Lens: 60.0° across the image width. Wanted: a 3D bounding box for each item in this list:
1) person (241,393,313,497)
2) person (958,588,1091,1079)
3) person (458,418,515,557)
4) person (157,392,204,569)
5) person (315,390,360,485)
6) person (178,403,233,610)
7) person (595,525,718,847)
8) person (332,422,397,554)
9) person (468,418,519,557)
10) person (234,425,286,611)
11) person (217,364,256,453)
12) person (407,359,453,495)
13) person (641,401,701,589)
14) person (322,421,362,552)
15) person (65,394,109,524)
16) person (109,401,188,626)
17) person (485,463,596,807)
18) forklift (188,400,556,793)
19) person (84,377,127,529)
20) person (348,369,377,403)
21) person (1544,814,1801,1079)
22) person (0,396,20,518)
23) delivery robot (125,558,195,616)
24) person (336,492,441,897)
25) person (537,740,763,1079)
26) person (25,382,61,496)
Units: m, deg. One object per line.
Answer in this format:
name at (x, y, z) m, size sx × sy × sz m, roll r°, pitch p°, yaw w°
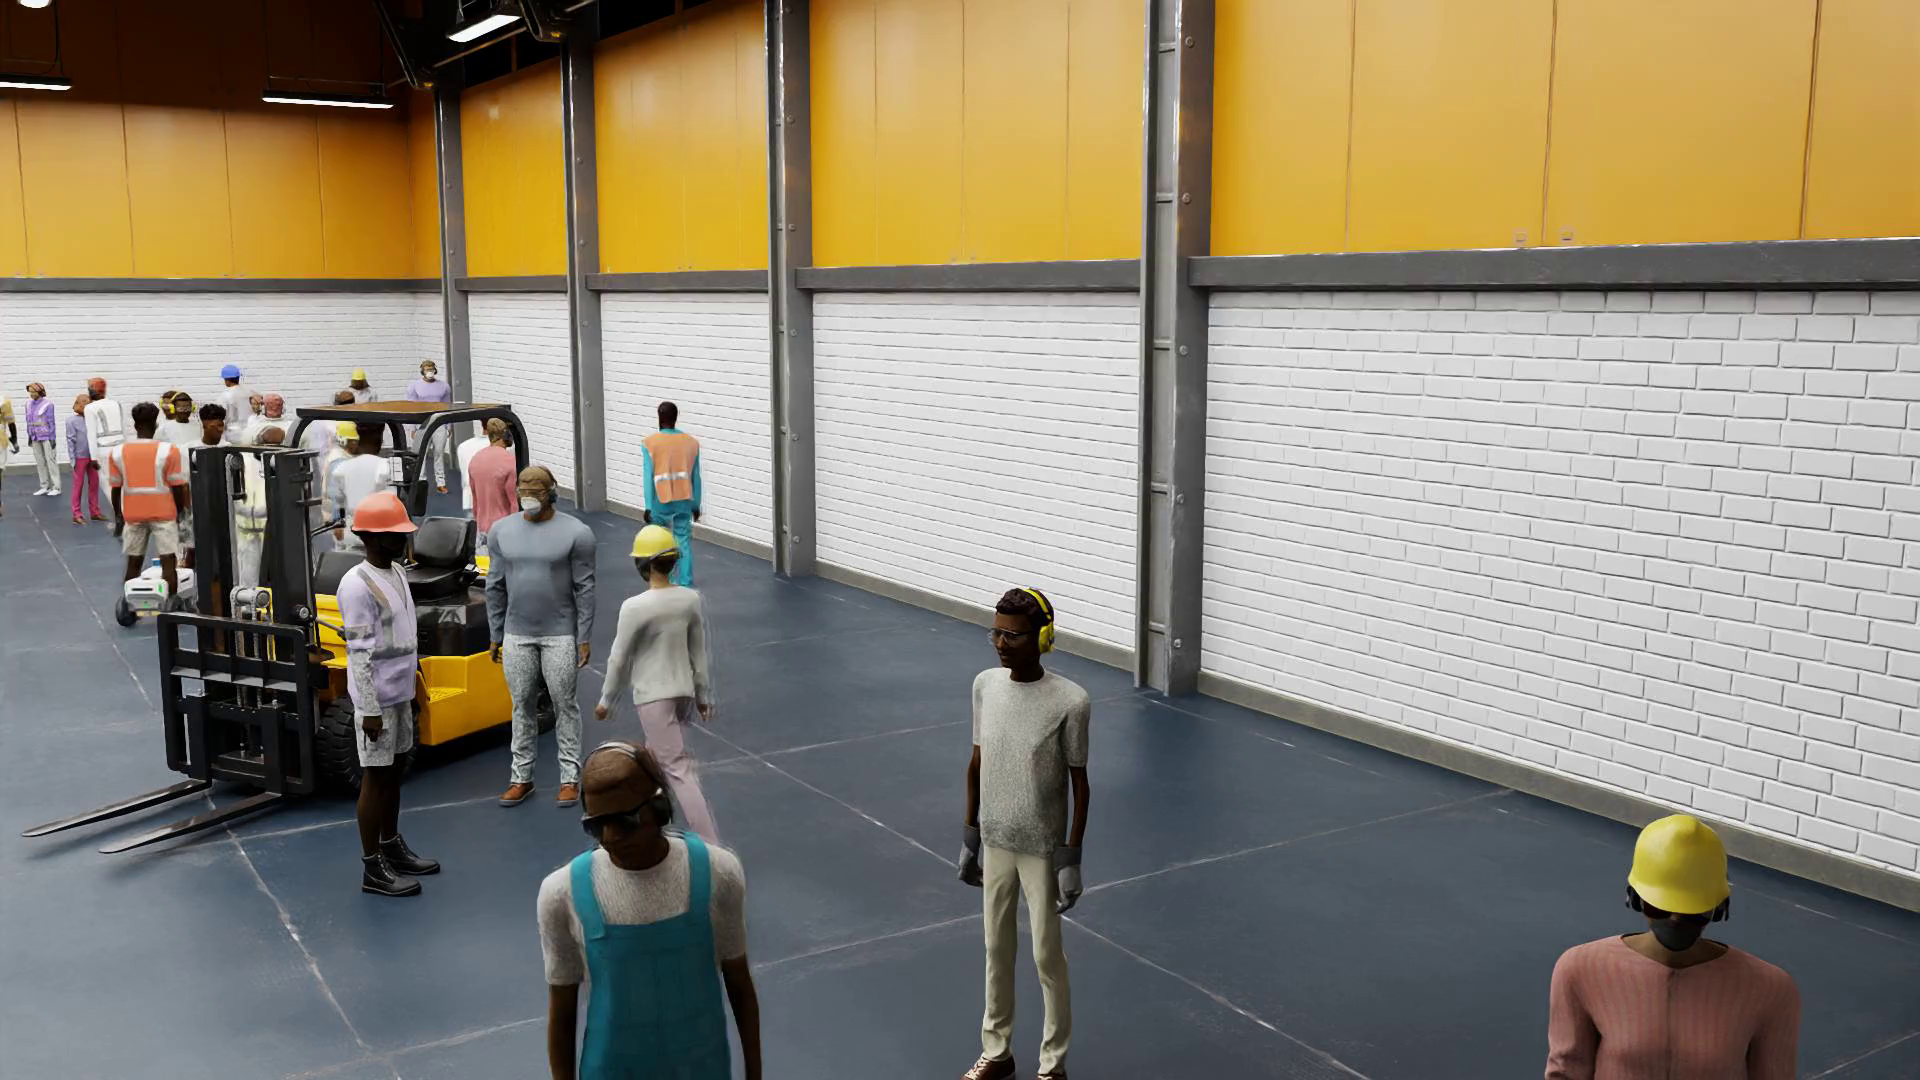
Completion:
person at (-6.731, -0.501, 16.429) m, size 0.650 × 1.907 × 0.409 m, roll -5°, pitch 10°, yaw -28°
person at (0.211, 1.086, 5.854) m, size 0.513 × 1.872 × 0.328 m, roll 6°, pitch 10°, yaw 34°
person at (-4.204, -0.247, 14.813) m, size 0.599 × 1.890 × 0.512 m, roll 2°, pitch 9°, yaw 14°
person at (-8.070, -0.615, 17.361) m, size 0.513 × 1.862 × 0.327 m, roll -7°, pitch 11°, yaw -39°
person at (-6.838, -0.762, 18.499) m, size 0.624 × 1.829 × 0.506 m, roll -8°, pitch 11°, yaw -41°
person at (-6.726, -0.272, 14.925) m, size 1.047 × 1.910 × 0.612 m, roll 7°, pitch 11°, yaw 41°
person at (-1.555, 0.781, 8.426) m, size 0.954 × 1.709 × 0.527 m, roll 5°, pitch 10°, yaw 32°
person at (-4.569, -0.020, 13.142) m, size 0.632 × 1.914 × 0.959 m, roll 2°, pitch 9°, yaw 11°
person at (-3.676, -0.046, 13.309) m, size 0.624 × 1.932 × 0.373 m, roll 7°, pitch 11°, yaw 39°
person at (-5.803, -0.044, 13.721) m, size 0.764 × 1.814 × 0.431 m, roll 0°, pitch 8°, yaw -3°
person at (-9.742, -1.397, 22.394) m, size 0.455 × 1.926 × 0.637 m, roll 4°, pitch 9°, yaw 23°
person at (-7.575, -1.612, 23.809) m, size 0.634 × 1.939 × 0.367 m, roll -6°, pitch 10°, yaw -35°
person at (-2.675, -0.346, 15.475) m, size 0.610 × 1.879 × 0.521 m, roll -6°, pitch 10°, yaw -33°
person at (-5.444, -0.203, 14.800) m, size 0.433 × 1.798 × 0.664 m, roll -3°, pitch 9°, yaw -21°
person at (-10.961, -1.018, 20.871) m, size 0.287 × 1.626 × 0.497 m, roll 4°, pitch 9°, yaw 22°
person at (-7.004, -0.224, 14.386) m, size 0.621 × 1.963 × 0.372 m, roll -1°, pitch 8°, yaw -5°
person at (-2.351, 0.535, 9.343) m, size 0.631 × 1.940 × 0.372 m, roll 0°, pitch 8°, yaw 3°
forklift at (-3.529, 0.258, 10.348) m, size 1.214 × 2.155 × 2.313 m, roll 4°, pitch 9°, yaw 25°
person at (-10.395, -1.061, 20.381) m, size 0.535 × 1.859 × 0.579 m, roll 2°, pitch 9°, yaw 13°
person at (-9.169, -1.753, 25.479) m, size 0.485 × 1.731 × 0.346 m, roll -2°, pitch 9°, yaw -16°
person at (1.572, 1.459, 3.730) m, size 0.519 × 1.756 × 0.338 m, roll 3°, pitch 9°, yaw 19°
person at (-12.463, -1.241, 21.391) m, size 0.604 × 1.915 × 0.969 m, roll -2°, pitch 9°, yaw -12°
delivery robot at (-7.004, 0.402, 14.564) m, size 0.477 × 0.478 × 0.707 m, roll 0°, pitch 8°, yaw -2°
person at (-2.750, 0.732, 8.017) m, size 0.358 × 1.938 × 0.545 m, roll 0°, pitch 8°, yaw 2°
person at (-0.743, 1.370, 4.113) m, size 0.554 × 1.818 × 0.452 m, roll -2°, pitch 9°, yaw -13°
person at (-13.042, -1.430, 23.644) m, size 0.512 × 1.630 × 0.323 m, roll 3°, pitch 9°, yaw 22°
